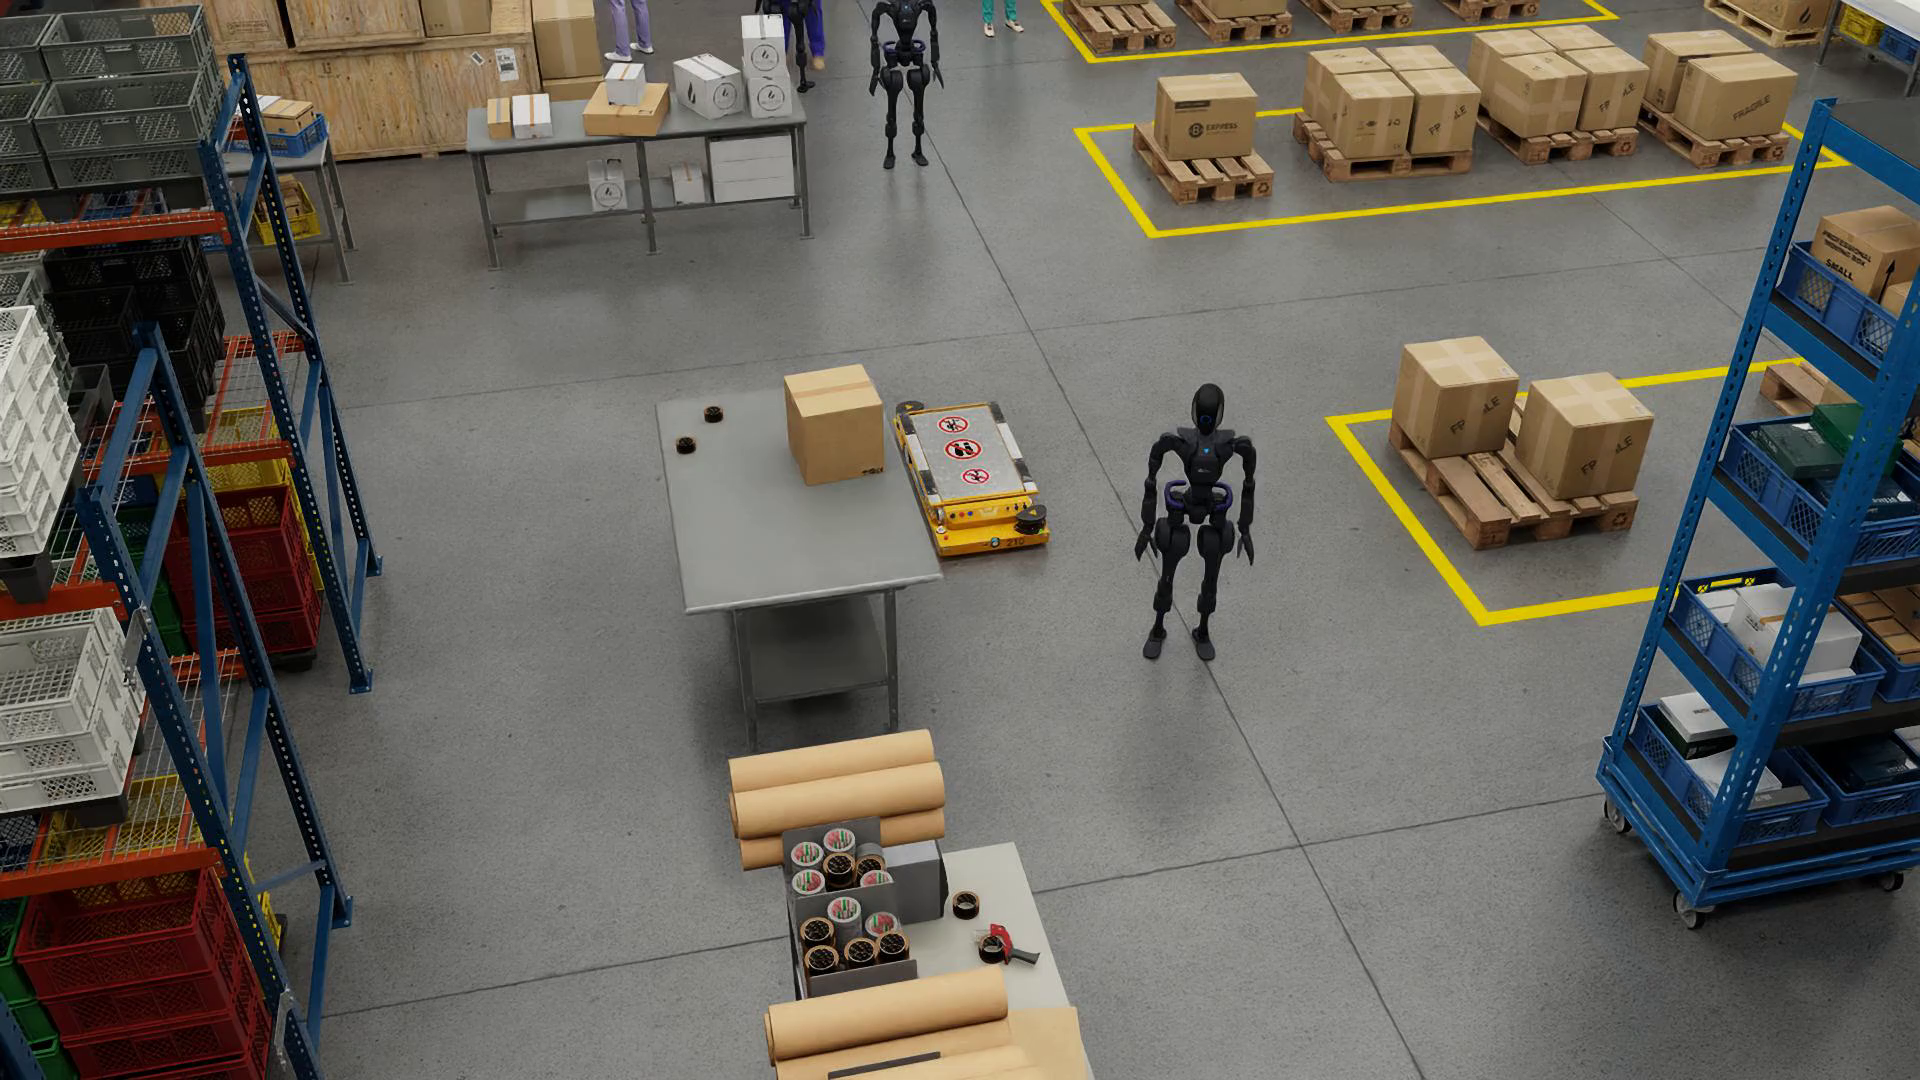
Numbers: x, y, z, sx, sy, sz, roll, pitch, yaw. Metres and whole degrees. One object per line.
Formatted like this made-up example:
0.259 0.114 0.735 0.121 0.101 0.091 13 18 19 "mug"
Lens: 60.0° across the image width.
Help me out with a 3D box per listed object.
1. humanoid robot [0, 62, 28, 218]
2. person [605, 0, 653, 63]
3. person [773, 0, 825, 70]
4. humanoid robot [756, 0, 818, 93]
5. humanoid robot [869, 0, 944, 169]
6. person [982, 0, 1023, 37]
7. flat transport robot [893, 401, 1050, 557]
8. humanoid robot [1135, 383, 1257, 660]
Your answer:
-6.872 -2.809 12.180 0.656 1.630 0.651 -30 46 -34 "humanoid robot"
-3.206 -5.441 15.490 0.405 1.918 0.582 25 43 30 "person"
-1.516 -5.303 15.198 0.686 2.000 0.536 1 37 2 "person"
-1.565 -4.860 14.894 0.588 1.656 0.326 5 37 7 "humanoid robot"
-0.439 -3.842 13.526 0.614 1.656 0.313 -7 37 -10 "humanoid robot"
0.446 -5.763 16.052 0.526 1.757 0.337 -14 39 -18 "person"
0.046 -0.430 10.108 0.652 0.197 1.431 -8 37 -10 "flat transport robot"
1.205 -0.074 8.461 0.611 1.657 0.320 2 37 3 "humanoid robot"
